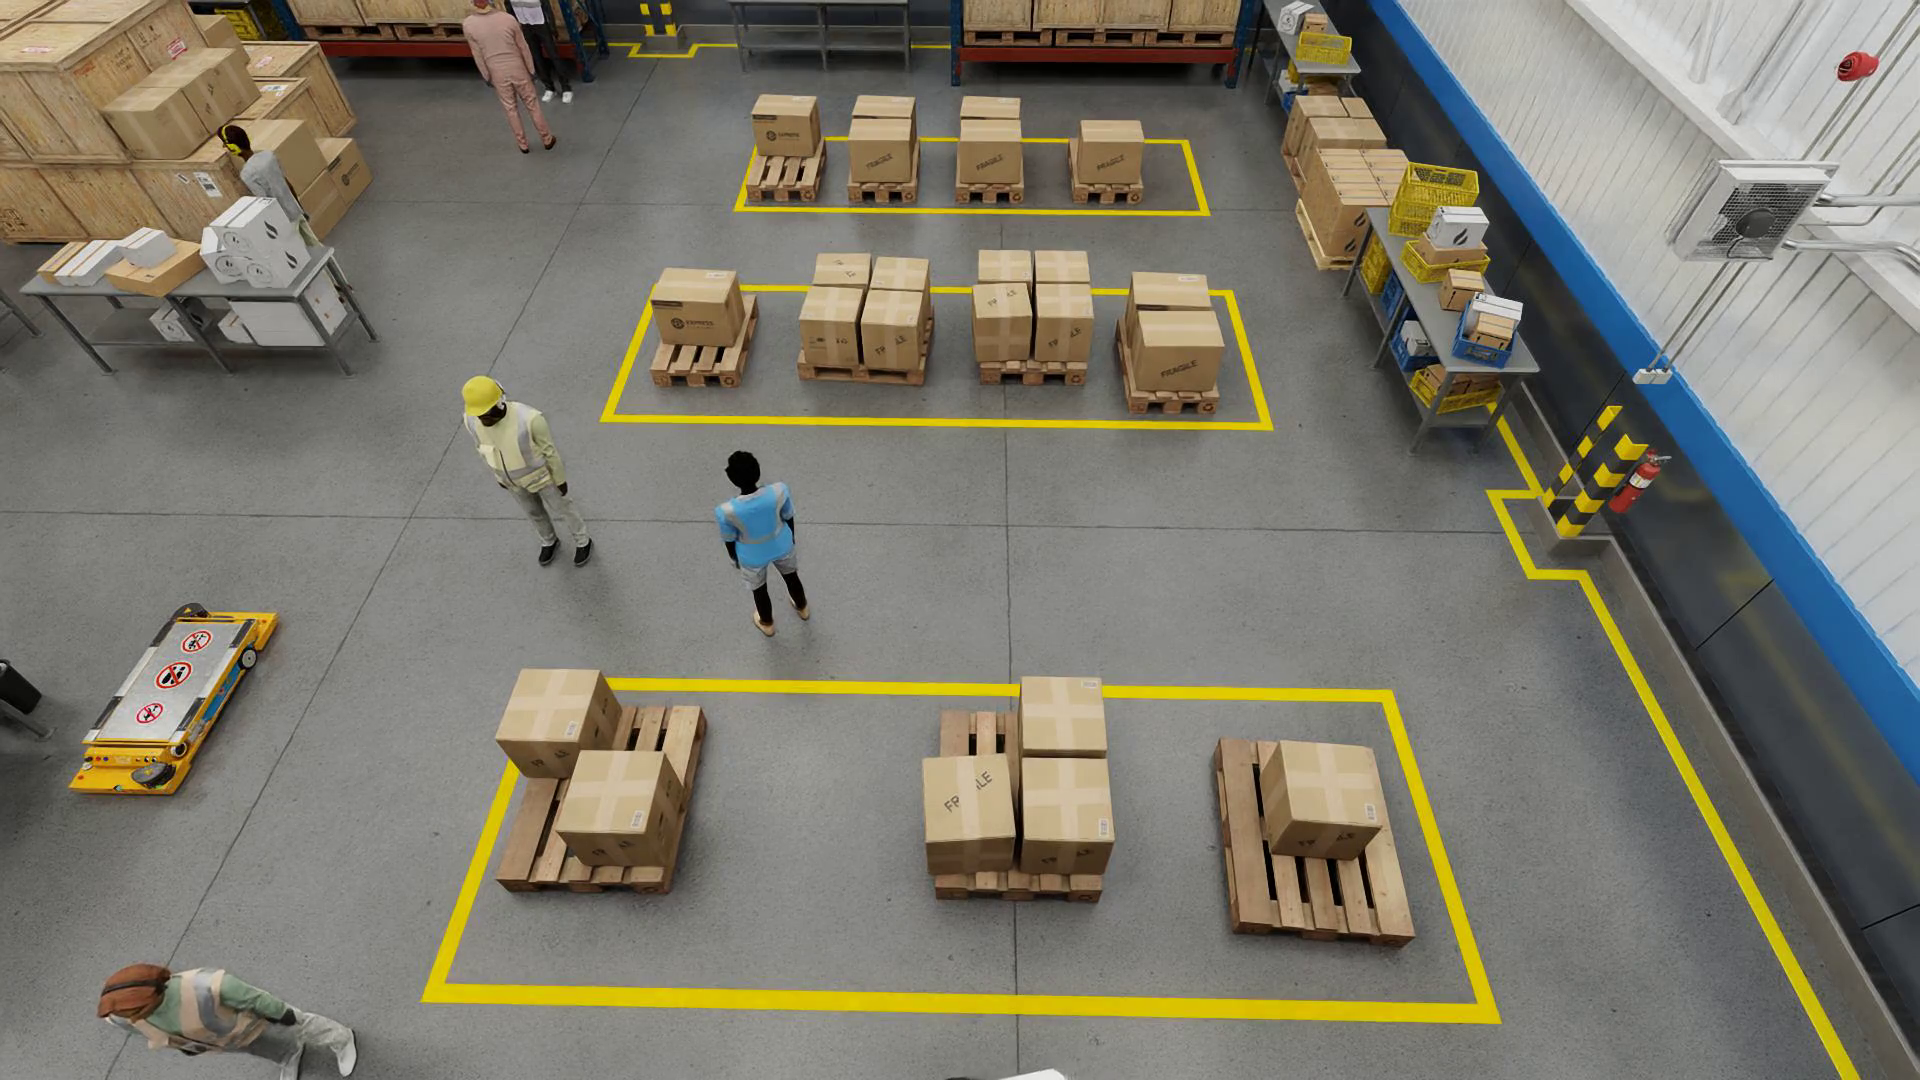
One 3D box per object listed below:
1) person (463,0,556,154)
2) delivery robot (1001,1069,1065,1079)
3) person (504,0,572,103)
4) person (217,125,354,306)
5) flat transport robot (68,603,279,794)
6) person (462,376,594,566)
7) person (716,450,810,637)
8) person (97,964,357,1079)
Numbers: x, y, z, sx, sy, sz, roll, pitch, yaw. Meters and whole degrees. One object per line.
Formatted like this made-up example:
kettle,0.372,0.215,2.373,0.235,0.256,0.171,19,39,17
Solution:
person,-5.459,-5.672,11.087,0.641,1.905,0.410,-14,51,-11
delivery robot,0.212,2.931,4.625,0.707,0.478,0.477,-8,50,-7
person,-5.573,-6.756,12.003,0.597,1.910,0.403,2,50,1
person,-6.587,-3.134,8.968,0.329,1.861,0.512,1,50,1
flat transport robot,-5.504,1.072,6.442,0.652,0.197,1.431,1,50,1
person,-3.190,-0.485,6.752,0.589,1.825,0.403,3,50,2
person,-1.363,0.050,6.384,0.532,1.690,0.321,-25,54,-19
person,-3.539,2.361,4.466,0.519,1.632,0.315,-13,51,-10
